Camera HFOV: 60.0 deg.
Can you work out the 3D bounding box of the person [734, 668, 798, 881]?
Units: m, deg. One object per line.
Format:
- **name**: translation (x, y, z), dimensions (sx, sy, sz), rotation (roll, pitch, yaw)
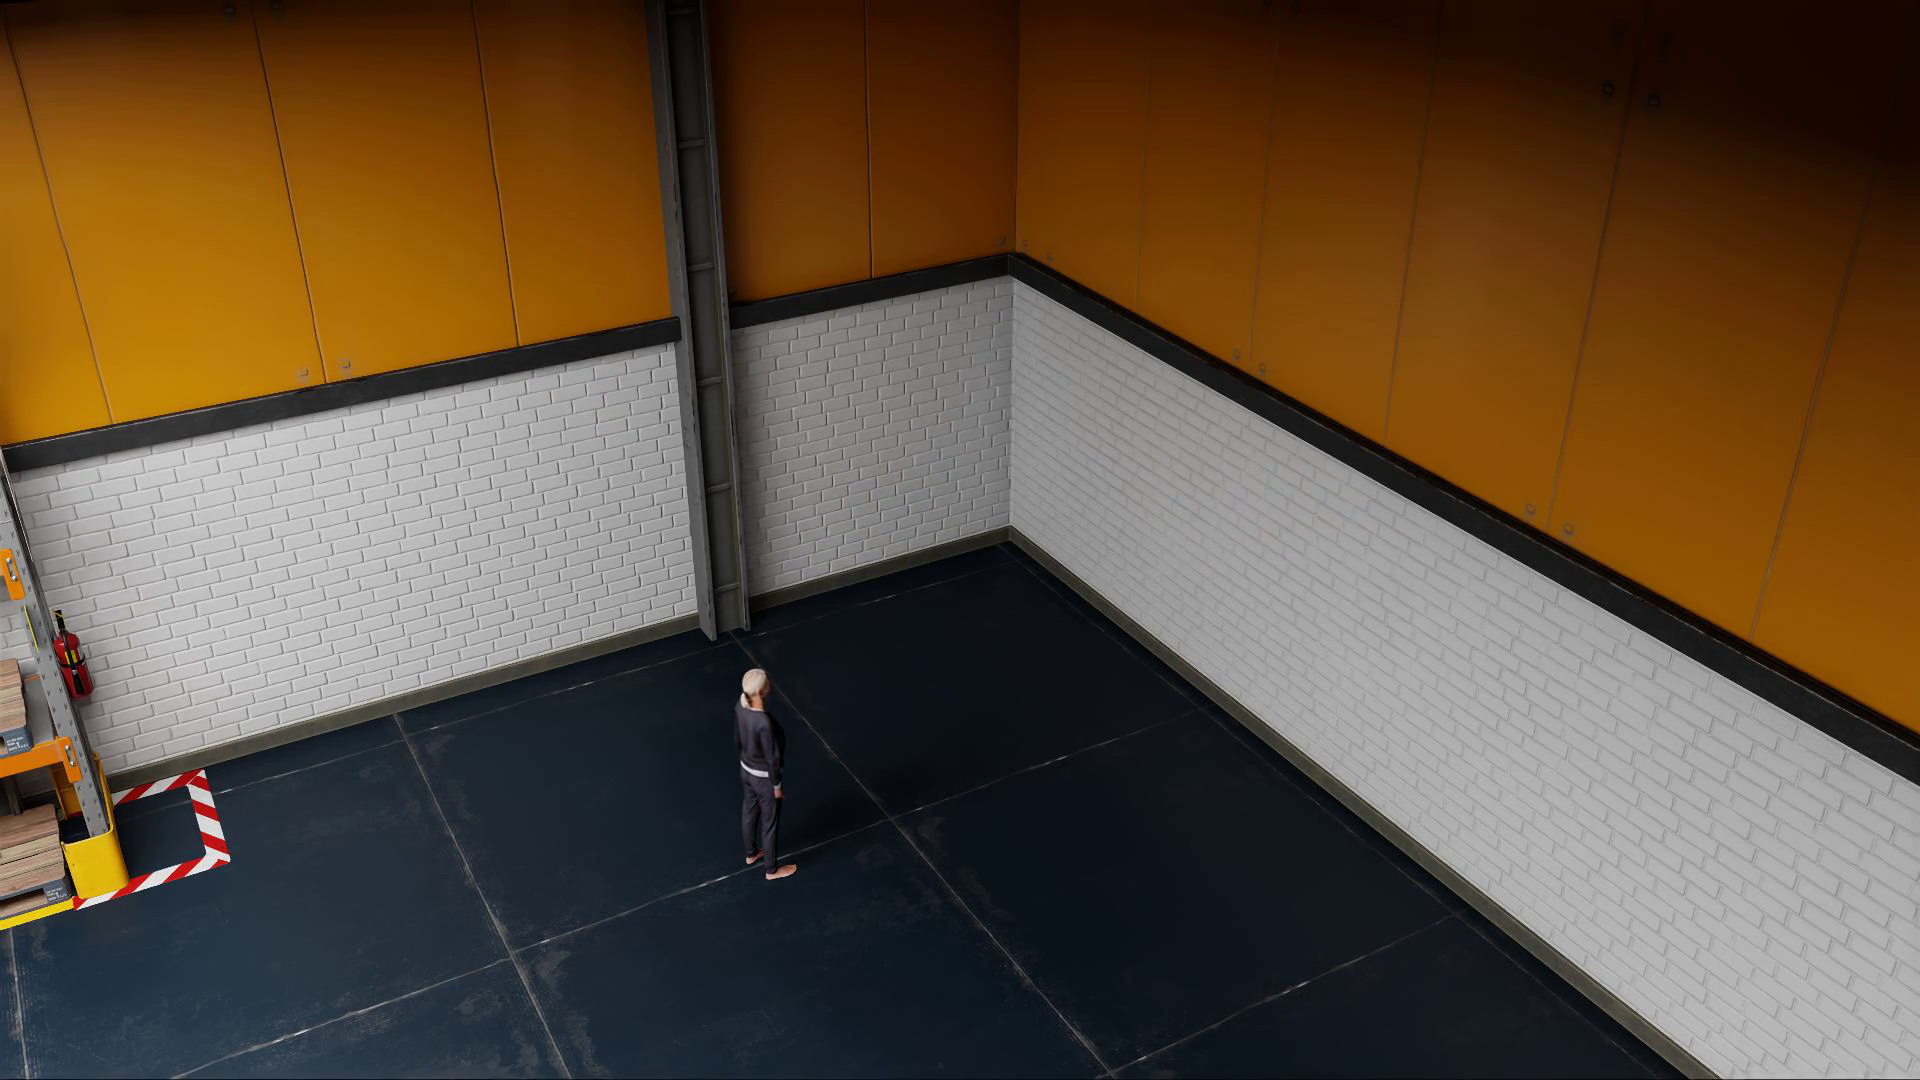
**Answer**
- **person**: translation (-1.442, 1.664, 12.020), dimensions (0.572, 1.726, 0.643), rotation (-22, 36, -35)
